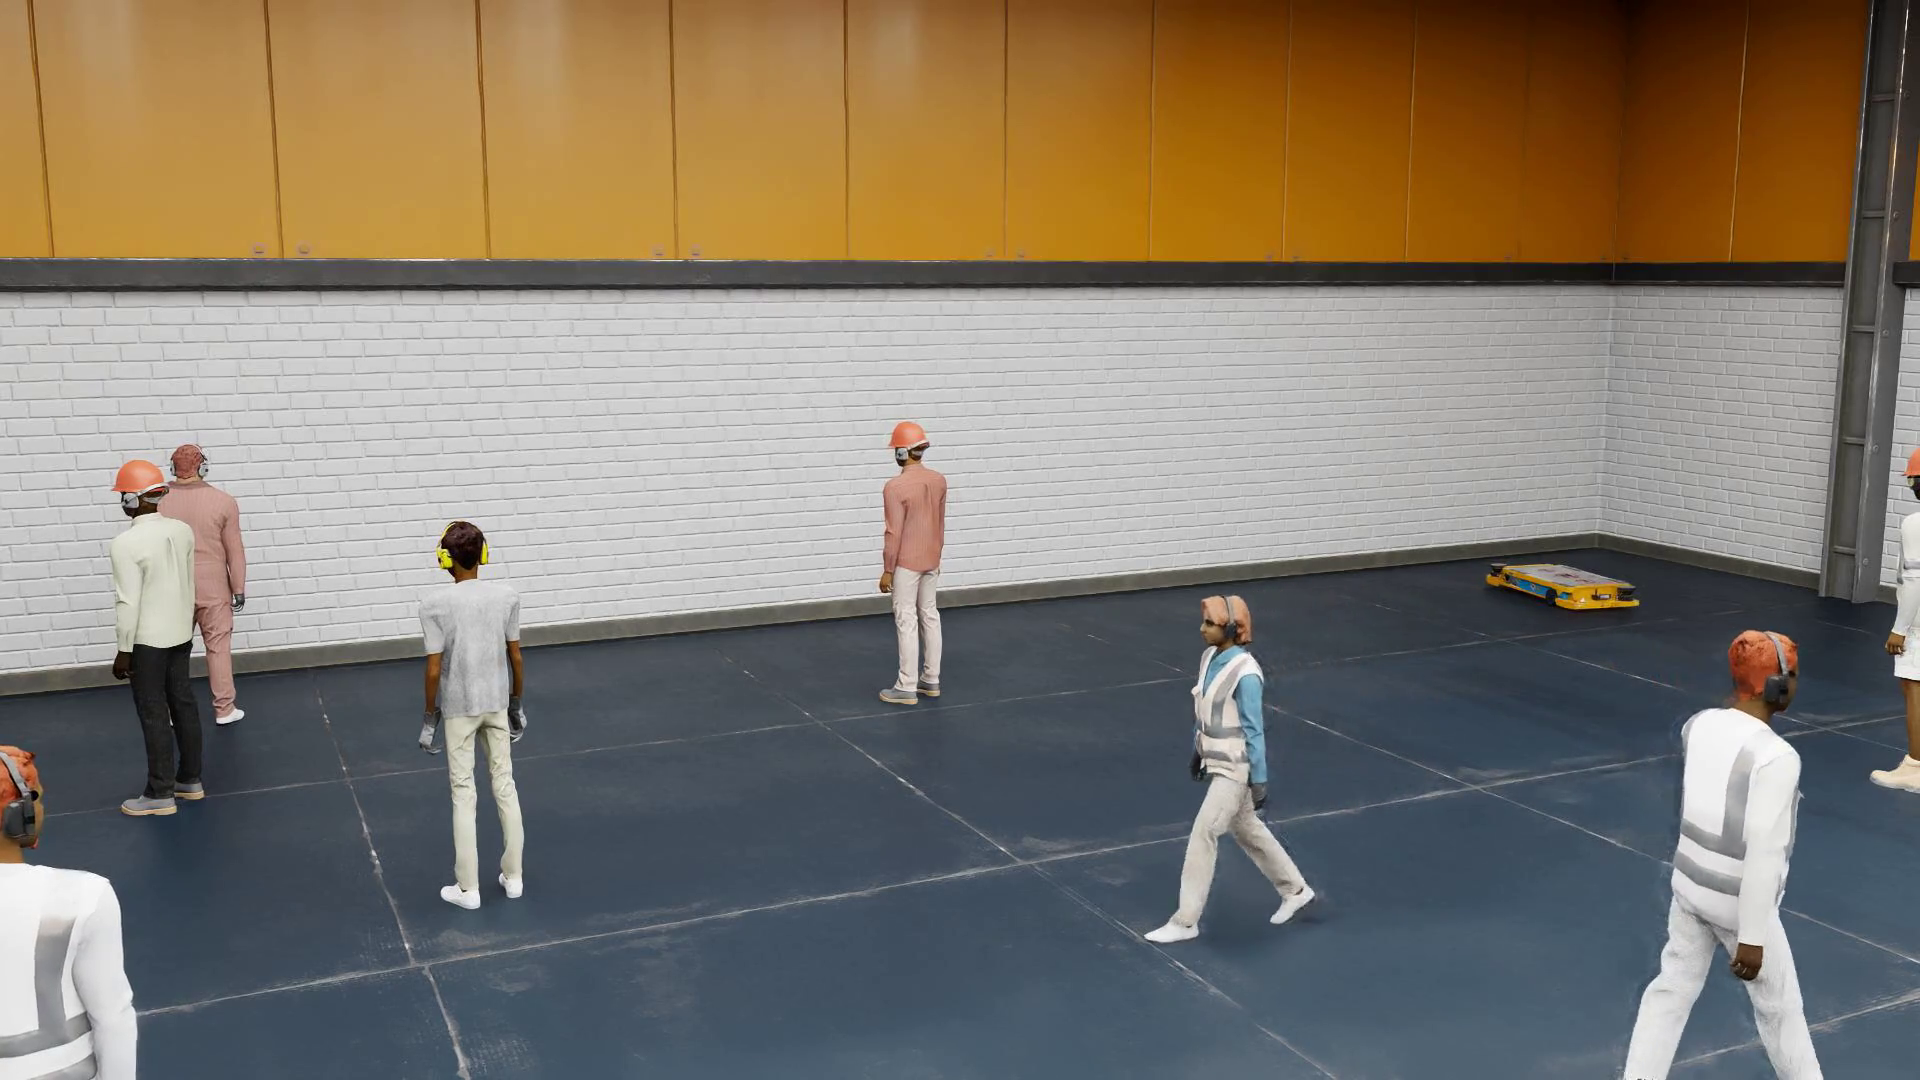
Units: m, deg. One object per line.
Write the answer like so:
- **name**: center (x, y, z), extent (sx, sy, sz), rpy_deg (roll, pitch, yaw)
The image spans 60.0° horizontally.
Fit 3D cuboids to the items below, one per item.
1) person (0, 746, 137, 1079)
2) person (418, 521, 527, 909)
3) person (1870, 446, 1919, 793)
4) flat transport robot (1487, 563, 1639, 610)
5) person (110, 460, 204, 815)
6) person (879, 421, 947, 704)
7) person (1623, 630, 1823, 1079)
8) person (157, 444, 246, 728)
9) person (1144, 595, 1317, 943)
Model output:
- **person**: center (-2.346, 1.437, 4.147), extent (0.574, 1.881, 0.358), rpy_deg (-2, 9, -10)
- **person**: center (-2.335, 0.831, 7.963), extent (0.520, 1.865, 0.328), rpy_deg (-7, 11, -37)
- **person**: center (5.635, 0.455, 9.747), extent (0.615, 2.039, 0.388), rpy_deg (-5, 11, -30)
- **flat transport robot**: center (5.587, 0.414, 15.474), extent (0.652, 0.197, 1.431), rpy_deg (-2, 9, -14)
- **person**: center (-4.528, 0.542, 9.346), extent (0.381, 1.994, 0.615), rpy_deg (2, 9, 10)
- **person**: center (-0.337, 0.157, 11.734), extent (0.375, 1.996, 0.611), rpy_deg (7, 12, 37)
- **person**: center (2.696, 1.213, 5.668), extent (0.967, 1.833, 0.602), rpy_deg (-1, 9, -9)
- **person**: center (-5.094, 0.307, 11.111), extent (0.643, 1.903, 0.402), rpy_deg (-2, 9, -10)
- **person**: center (1.275, 1.026, 7.572), extent (0.833, 1.602, 0.528), rpy_deg (-2, 9, -10)
